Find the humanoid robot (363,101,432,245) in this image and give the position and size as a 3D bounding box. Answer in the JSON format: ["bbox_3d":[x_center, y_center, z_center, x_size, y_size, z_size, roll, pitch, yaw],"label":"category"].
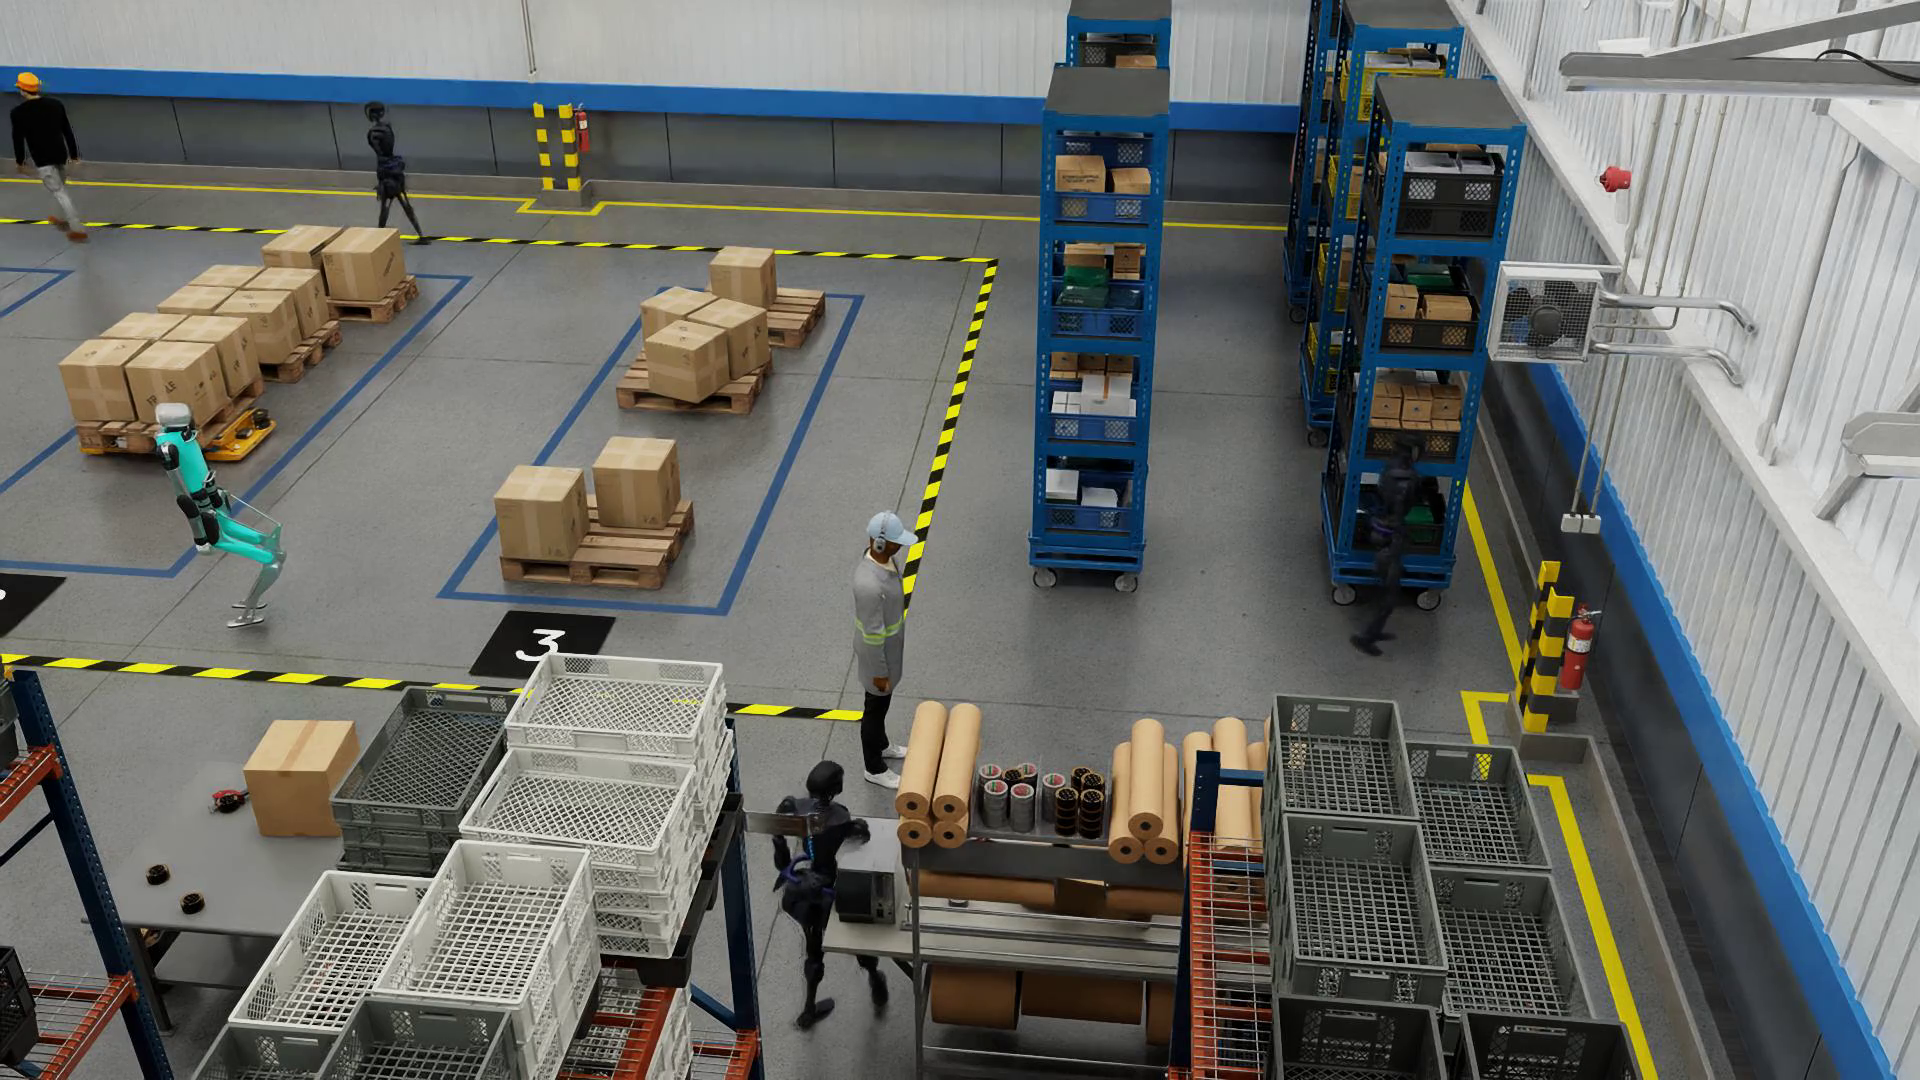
[{"bbox_3d":[-6.258,-3.976,18.126,0.718,1.626,0.585,-2,30,-4],"label":"humanoid robot"}]

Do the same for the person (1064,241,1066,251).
[{"bbox_3d":[1.195,-2.708,15.716,0.674,1.897,0.451,-23,38,-34],"label":"person"}]

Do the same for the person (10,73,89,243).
[{"bbox_3d":[-10.125,-4.233,18.373,0.914,1.844,0.598,16,34,25],"label":"person"}]

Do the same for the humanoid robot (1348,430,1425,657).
[{"bbox_3d":[2.913,0.012,11.271,0.346,1.653,0.607,6,31,11],"label":"humanoid robot"}]

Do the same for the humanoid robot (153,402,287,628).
[{"bbox_3d":[-4.971,-0.181,11.392,0.735,1.677,0.533,-4,30,-7],"label":"humanoid robot"}]

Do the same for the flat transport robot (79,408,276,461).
[{"bbox_3d":[-6.712,-0.943,14.266,1.431,0.197,0.652,3,30,6],"label":"flat transport robot"}]

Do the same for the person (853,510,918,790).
[{"bbox_3d":[-0.441,0.643,9.998,0.393,1.850,0.587,2,30,4],"label":"person"}]

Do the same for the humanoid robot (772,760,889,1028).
[{"bbox_3d":[-0.662,1.715,8.342,0.606,1.651,0.522,11,32,18],"label":"humanoid robot"}]

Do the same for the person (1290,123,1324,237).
[{"bbox_3d":[3.652,-3.770,17.464,0.368,1.965,0.601,8,31,14],"label":"person"}]

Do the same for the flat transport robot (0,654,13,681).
[{"bbox_3d":[-7.142,0.969,11.010,1.431,0.231,0.659,3,30,6],"label":"flat transport robot"}]
